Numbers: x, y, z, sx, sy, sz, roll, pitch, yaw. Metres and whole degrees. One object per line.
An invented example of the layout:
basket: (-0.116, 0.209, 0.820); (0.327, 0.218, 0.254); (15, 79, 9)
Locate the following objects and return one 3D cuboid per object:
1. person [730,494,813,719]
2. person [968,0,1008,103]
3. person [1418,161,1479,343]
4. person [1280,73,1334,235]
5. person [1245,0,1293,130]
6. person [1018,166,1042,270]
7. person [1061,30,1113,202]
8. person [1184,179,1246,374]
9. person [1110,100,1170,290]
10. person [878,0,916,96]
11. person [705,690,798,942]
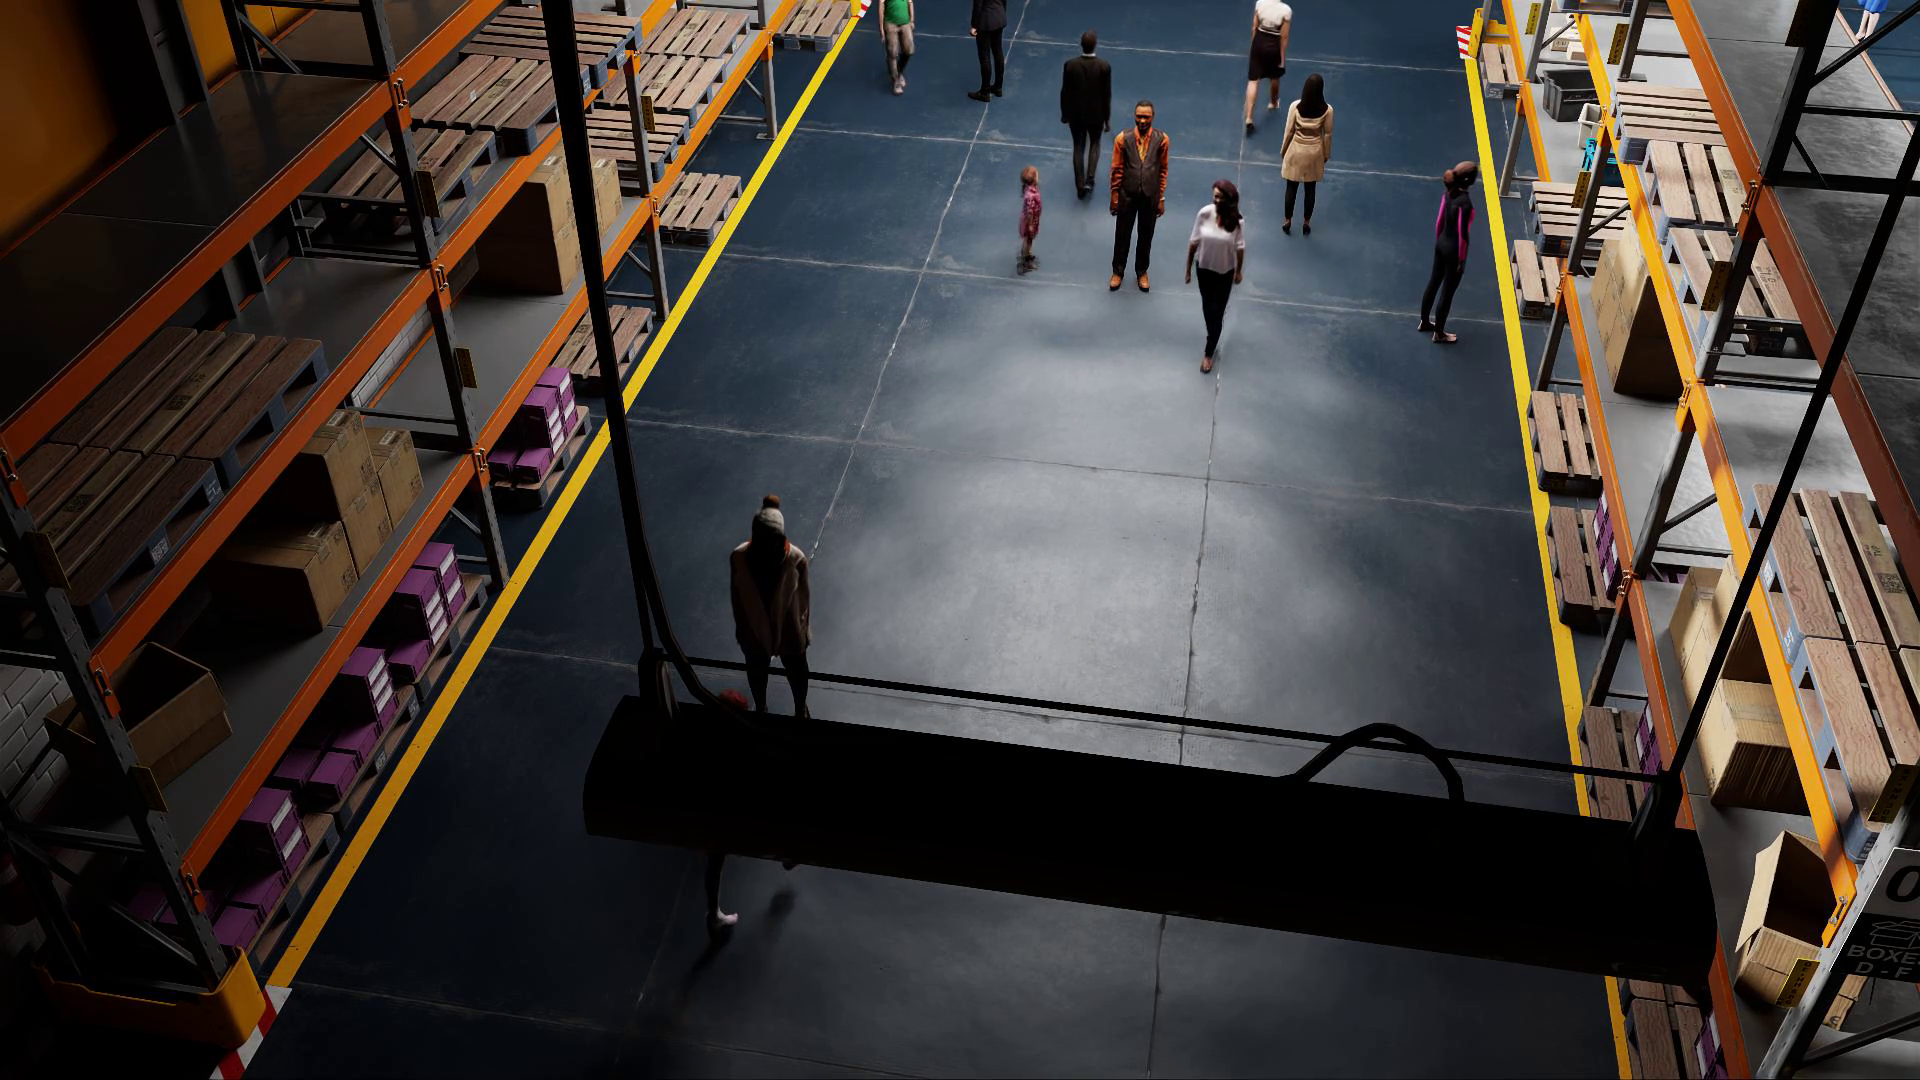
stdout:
person: (-1.239, 0.512, 11.053); (0.737, 1.882, 0.728); (-1, 39, -1)
person: (0.339, -6.025, 19.230); (0.749, 1.892, 0.851); (-32, 48, -33)
person: (4.446, -2.628, 15.089); (0.718, 1.752, 0.633); (-12, 40, -14)
person: (3.458, -3.864, 16.693); (0.643, 1.680, 0.506); (6, 39, 8)
person: (3.394, -5.405, 18.601); (0.884, 1.707, 1.148); (21, 43, 24)
person: (0.670, -3.166, 16.358); (0.616, 1.008, 0.449); (4, 39, 4)
person: (1.301, -4.351, 17.216); (0.698, 1.790, 0.659); (4, 39, 6)
person: (2.303, -2.427, 14.822); (0.763, 1.770, 0.958); (15, 41, 18)
person: (1.694, -3.276, 15.776); (0.727, 1.907, 0.648); (2, 39, 2)
person: (-0.774, -6.064, 19.484); (0.742, 1.635, 0.794); (-12, 40, -14)
person: (-1.370, 1.647, 9.713); (0.964, 1.780, 1.207); (25, 45, 28)
